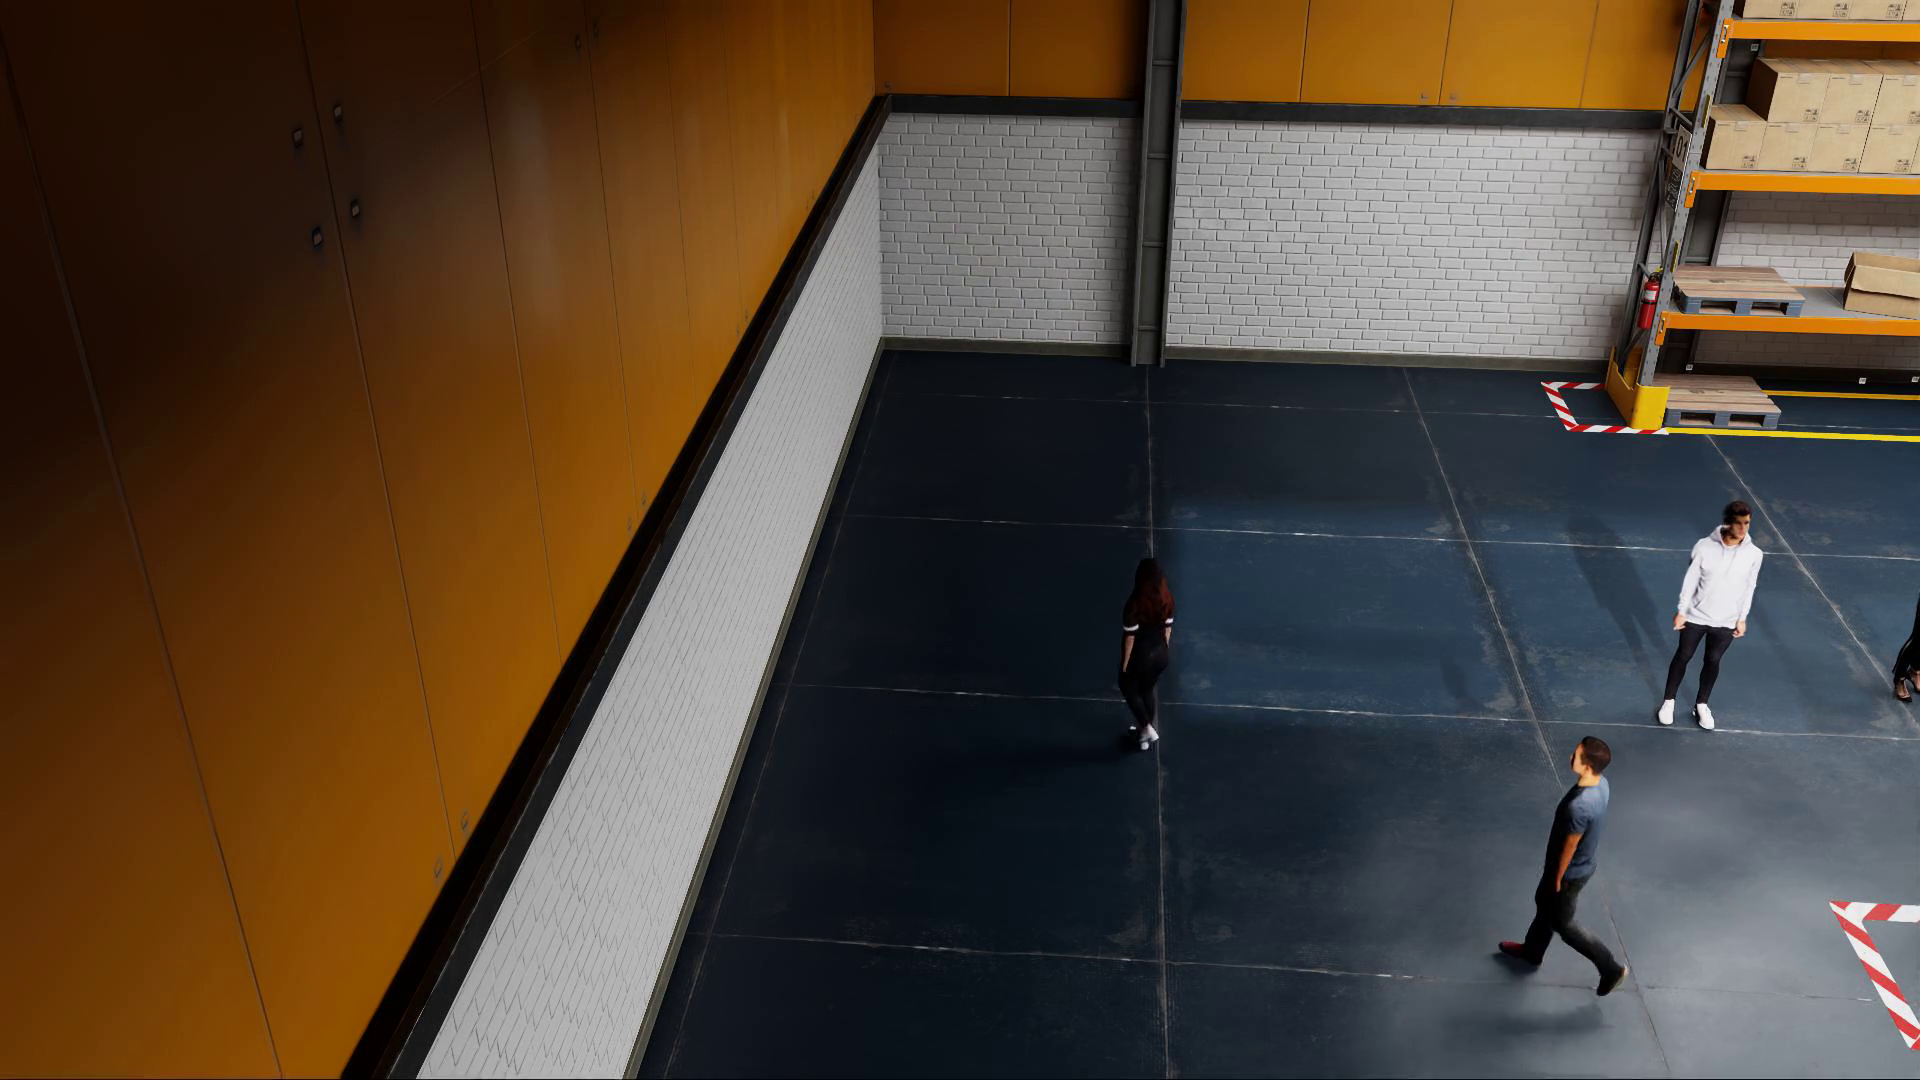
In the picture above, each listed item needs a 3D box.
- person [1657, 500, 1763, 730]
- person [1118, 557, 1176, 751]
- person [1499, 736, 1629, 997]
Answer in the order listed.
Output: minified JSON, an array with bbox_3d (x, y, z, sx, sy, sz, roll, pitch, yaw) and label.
[{"bbox_3d":[5.785,0.555,12.810,0.573,1.930,0.769,6,29,11],"label":"person"},{"bbox_3d":[1.425,0.906,12.482,0.733,1.627,0.803,-14,32,-24],"label":"person"},{"bbox_3d":[3.855,2.027,10.254,1.141,1.793,0.956,17,33,28],"label":"person"}]
